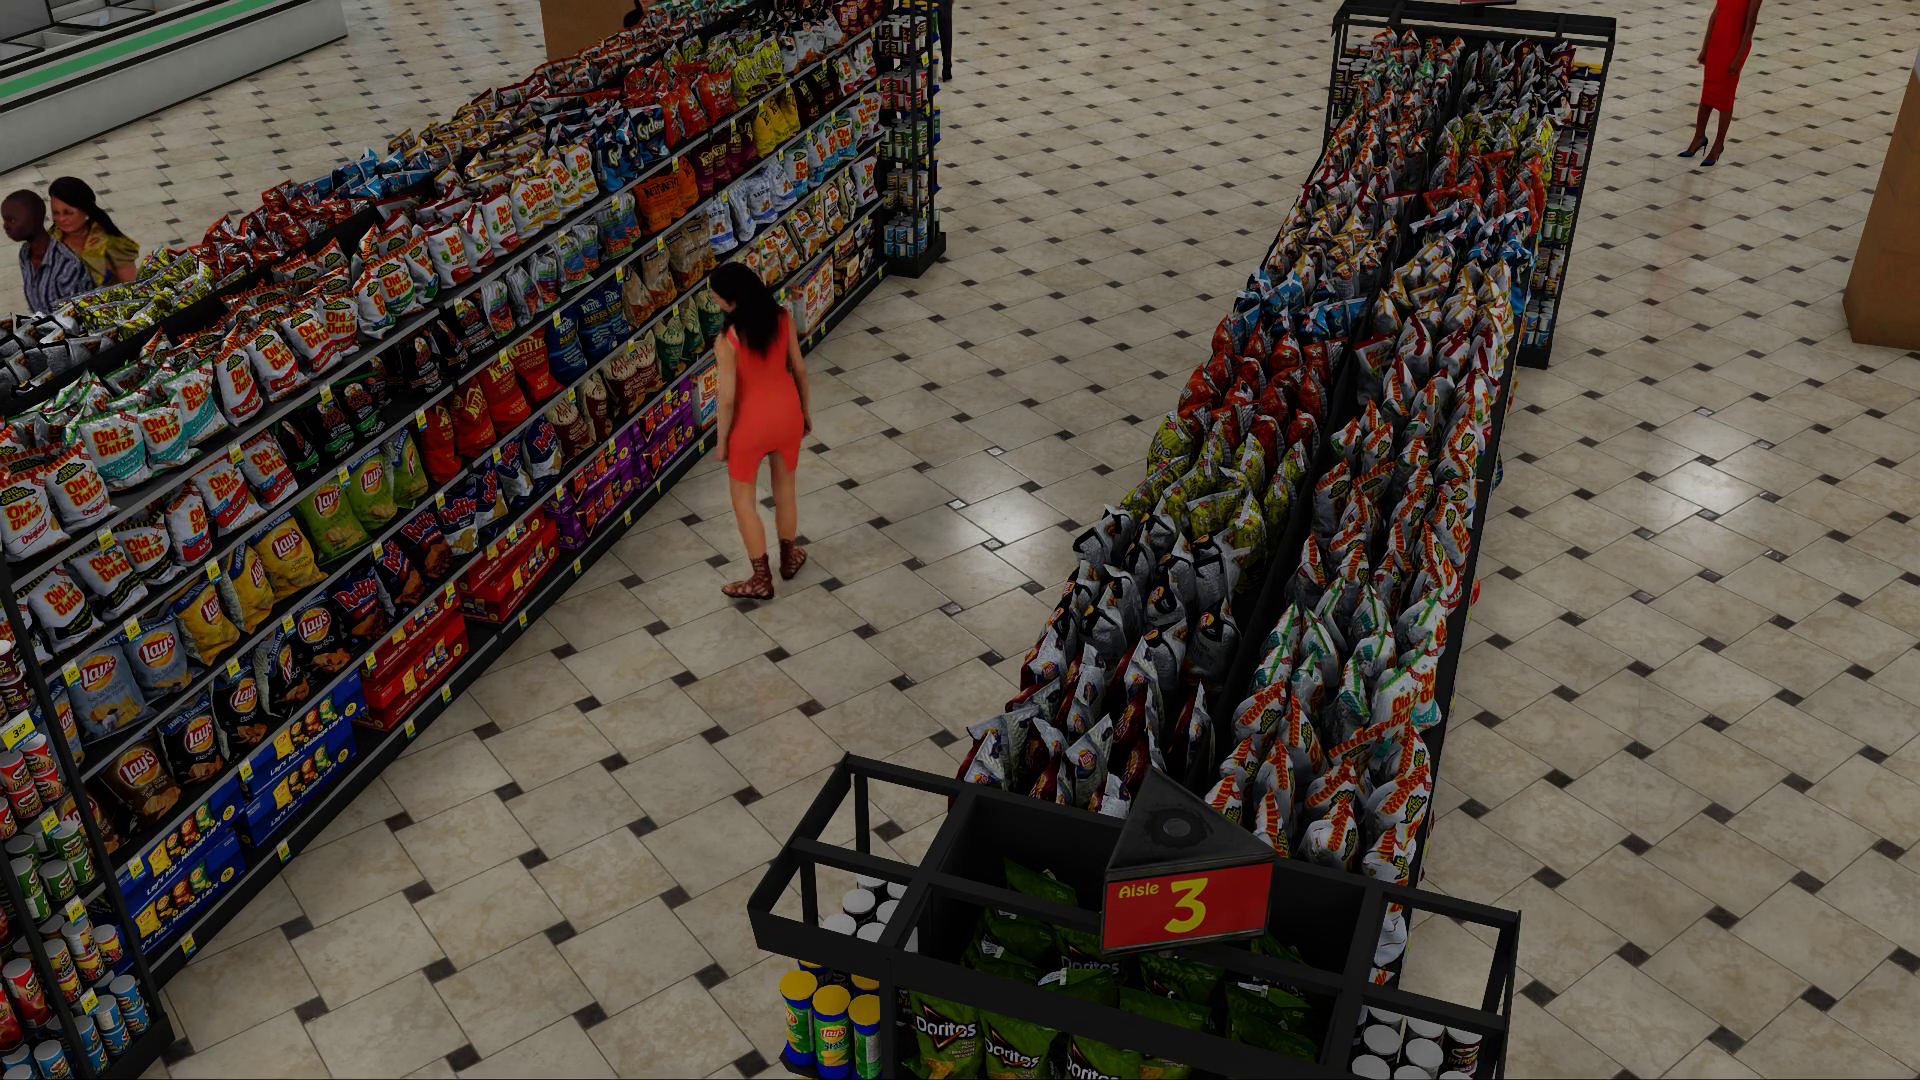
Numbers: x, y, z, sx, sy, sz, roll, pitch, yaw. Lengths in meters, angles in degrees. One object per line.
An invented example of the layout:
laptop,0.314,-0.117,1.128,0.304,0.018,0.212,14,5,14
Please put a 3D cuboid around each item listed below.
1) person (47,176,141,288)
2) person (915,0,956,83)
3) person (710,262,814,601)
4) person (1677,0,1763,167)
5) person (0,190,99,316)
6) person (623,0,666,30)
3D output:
person,-4.474,-1.143,8.802,0.946,1.653,1.146,2,32,3
person,-0.233,-4.913,14.923,0.658,1.588,0.627,-2,32,-3
person,-0.879,-0.534,7.783,0.726,1.695,0.850,-11,34,-18
person,6.008,-3.817,13.010,0.704,1.747,0.622,-10,33,-15
person,-4.331,-0.900,8.292,0.673,1.780,0.644,16,35,24
person,-2.162,-3.207,11.955,0.629,1.827,0.534,8,33,13
